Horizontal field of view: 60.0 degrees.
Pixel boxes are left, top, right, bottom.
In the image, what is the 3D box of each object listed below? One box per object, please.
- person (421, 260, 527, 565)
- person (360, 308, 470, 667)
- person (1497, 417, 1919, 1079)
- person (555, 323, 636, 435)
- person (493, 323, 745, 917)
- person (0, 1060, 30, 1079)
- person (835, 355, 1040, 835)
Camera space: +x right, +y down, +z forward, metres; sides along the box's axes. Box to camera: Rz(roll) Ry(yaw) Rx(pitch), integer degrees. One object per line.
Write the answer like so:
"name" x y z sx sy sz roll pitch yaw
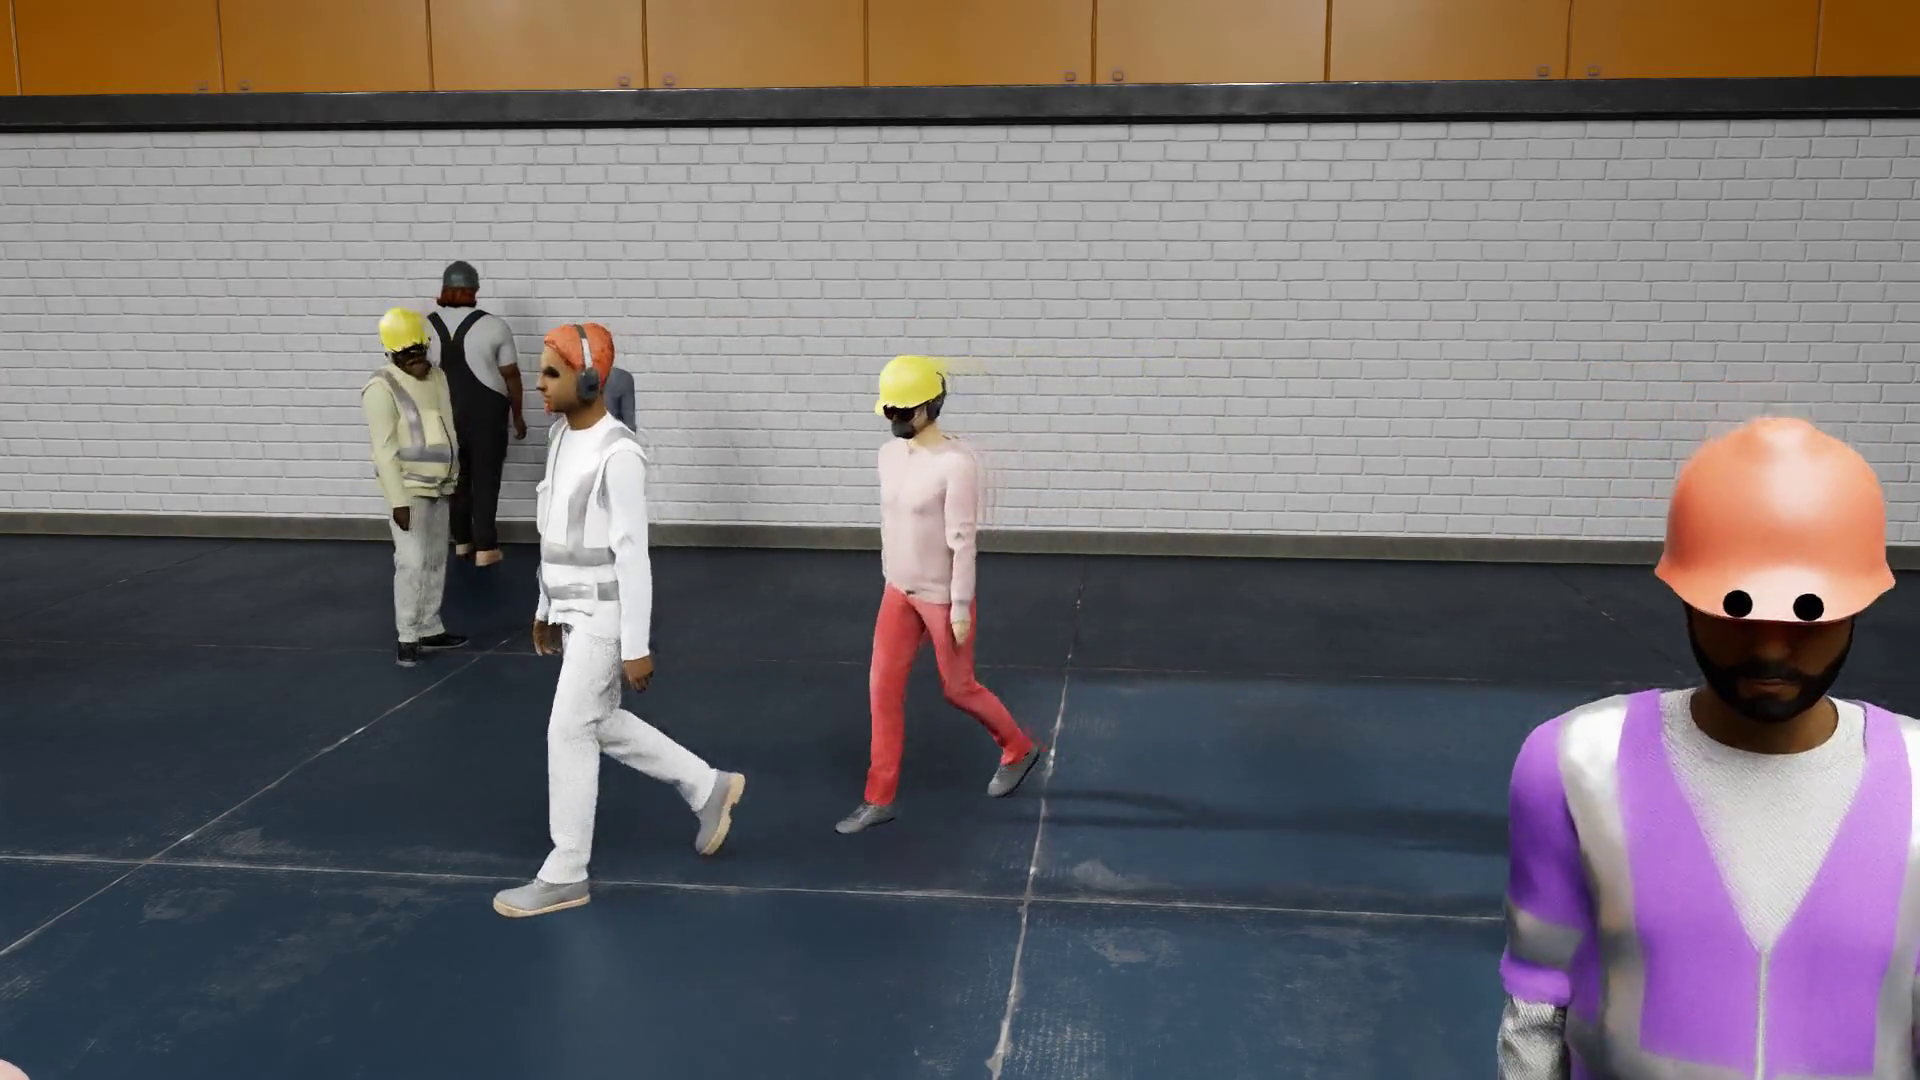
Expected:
"person" -3.262 -0.875 11.120 0.690 2.000 0.600 1 10 5
"person" -2.713 -0.266 8.375 0.404 1.795 0.662 3 10 14
"person" 0.890 0.812 1.887 0.566 1.884 0.972 3 10 18
"person" -2.253 -0.528 10.327 0.493 1.624 0.280 -4 11 -23
"person" -1.085 0.240 5.278 0.805 1.862 0.591 -5 11 -28
"person" -0.981 0.948 1.480 0.526 1.765 0.329 2 10 9
"person" -0.066 0.178 6.030 0.814 1.720 0.544 -9 13 -42
